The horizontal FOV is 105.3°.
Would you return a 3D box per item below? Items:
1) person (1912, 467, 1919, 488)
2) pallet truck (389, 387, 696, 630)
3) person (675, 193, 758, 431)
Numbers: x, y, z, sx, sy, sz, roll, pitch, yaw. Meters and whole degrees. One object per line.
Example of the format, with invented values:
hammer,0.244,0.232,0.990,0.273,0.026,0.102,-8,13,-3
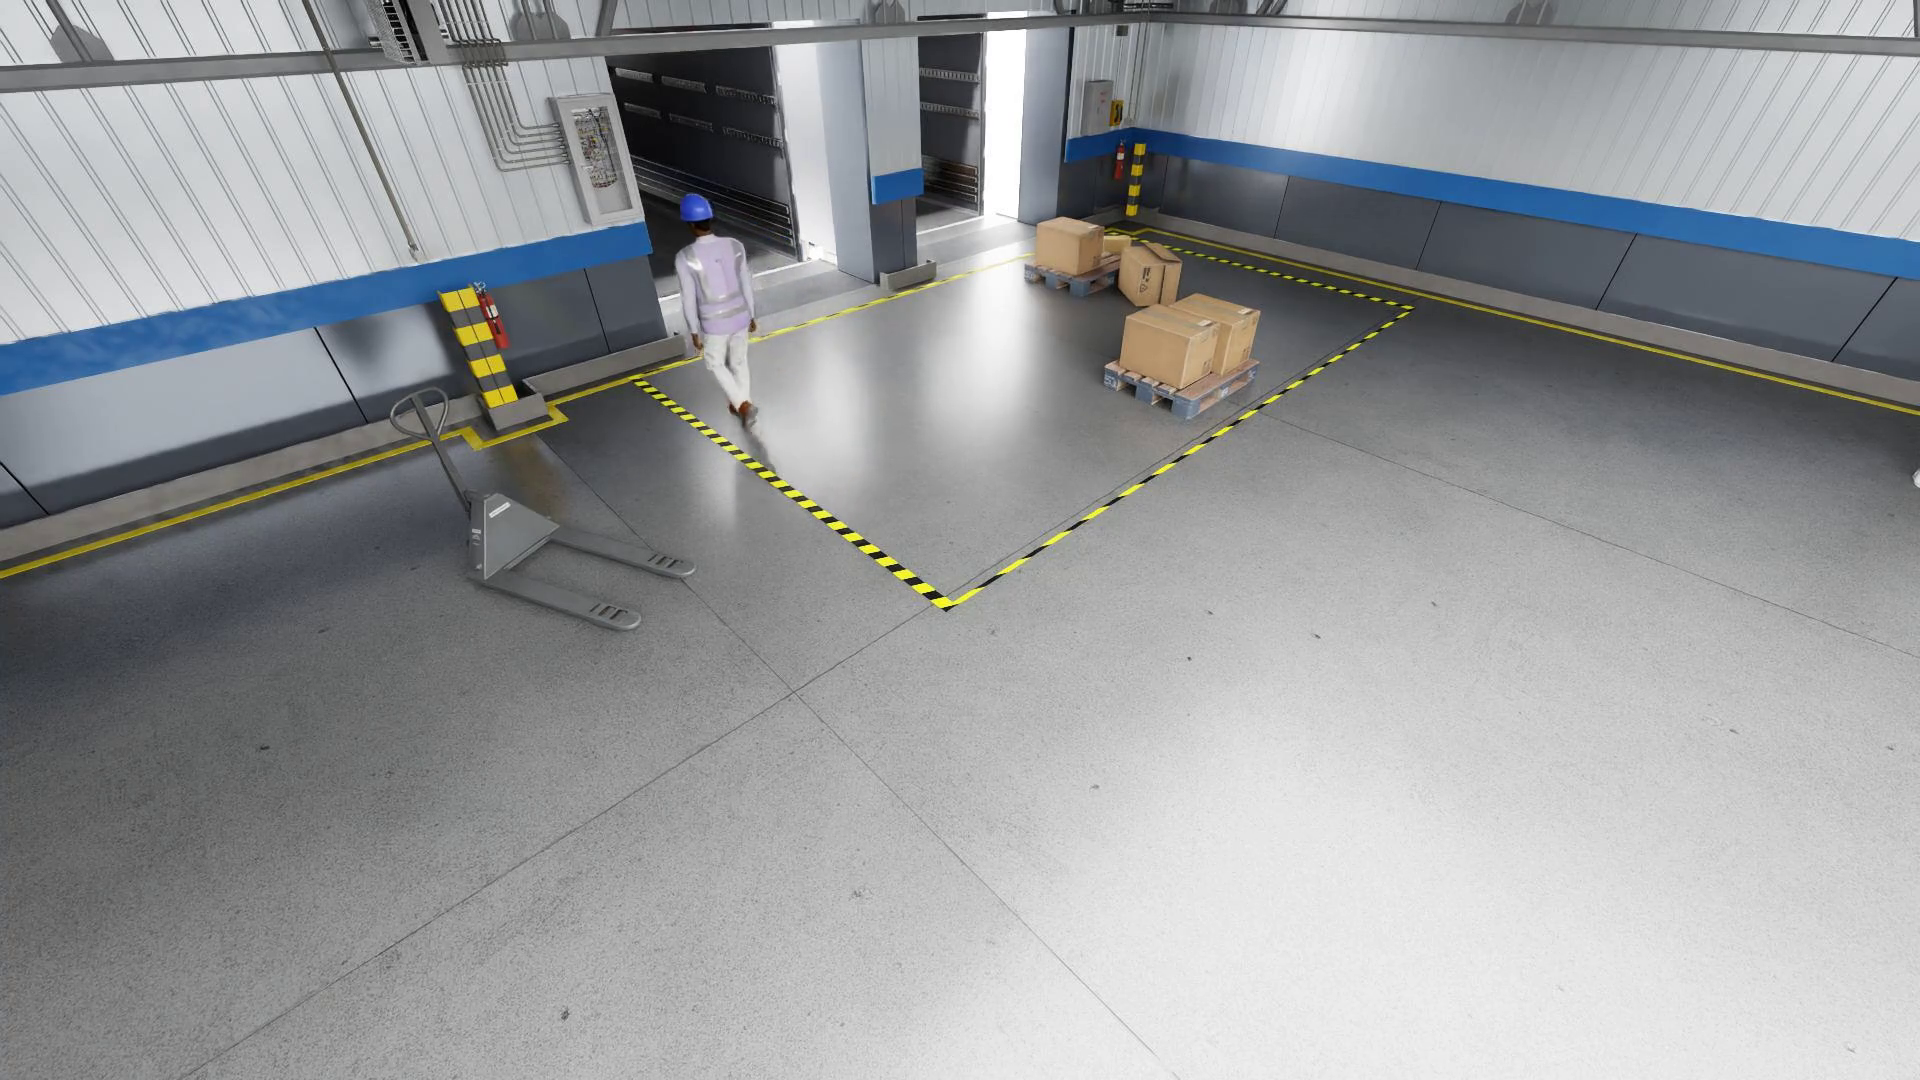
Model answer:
person,7.811,-1.105,5.291,0.486,1.743,0.294,14,40,17
pallet truck,-2.613,-0.247,4.593,1.601,1.201,0.680,14,40,17
person,-1.920,-1.788,6.031,0.618,1.924,0.736,-30,47,-33
